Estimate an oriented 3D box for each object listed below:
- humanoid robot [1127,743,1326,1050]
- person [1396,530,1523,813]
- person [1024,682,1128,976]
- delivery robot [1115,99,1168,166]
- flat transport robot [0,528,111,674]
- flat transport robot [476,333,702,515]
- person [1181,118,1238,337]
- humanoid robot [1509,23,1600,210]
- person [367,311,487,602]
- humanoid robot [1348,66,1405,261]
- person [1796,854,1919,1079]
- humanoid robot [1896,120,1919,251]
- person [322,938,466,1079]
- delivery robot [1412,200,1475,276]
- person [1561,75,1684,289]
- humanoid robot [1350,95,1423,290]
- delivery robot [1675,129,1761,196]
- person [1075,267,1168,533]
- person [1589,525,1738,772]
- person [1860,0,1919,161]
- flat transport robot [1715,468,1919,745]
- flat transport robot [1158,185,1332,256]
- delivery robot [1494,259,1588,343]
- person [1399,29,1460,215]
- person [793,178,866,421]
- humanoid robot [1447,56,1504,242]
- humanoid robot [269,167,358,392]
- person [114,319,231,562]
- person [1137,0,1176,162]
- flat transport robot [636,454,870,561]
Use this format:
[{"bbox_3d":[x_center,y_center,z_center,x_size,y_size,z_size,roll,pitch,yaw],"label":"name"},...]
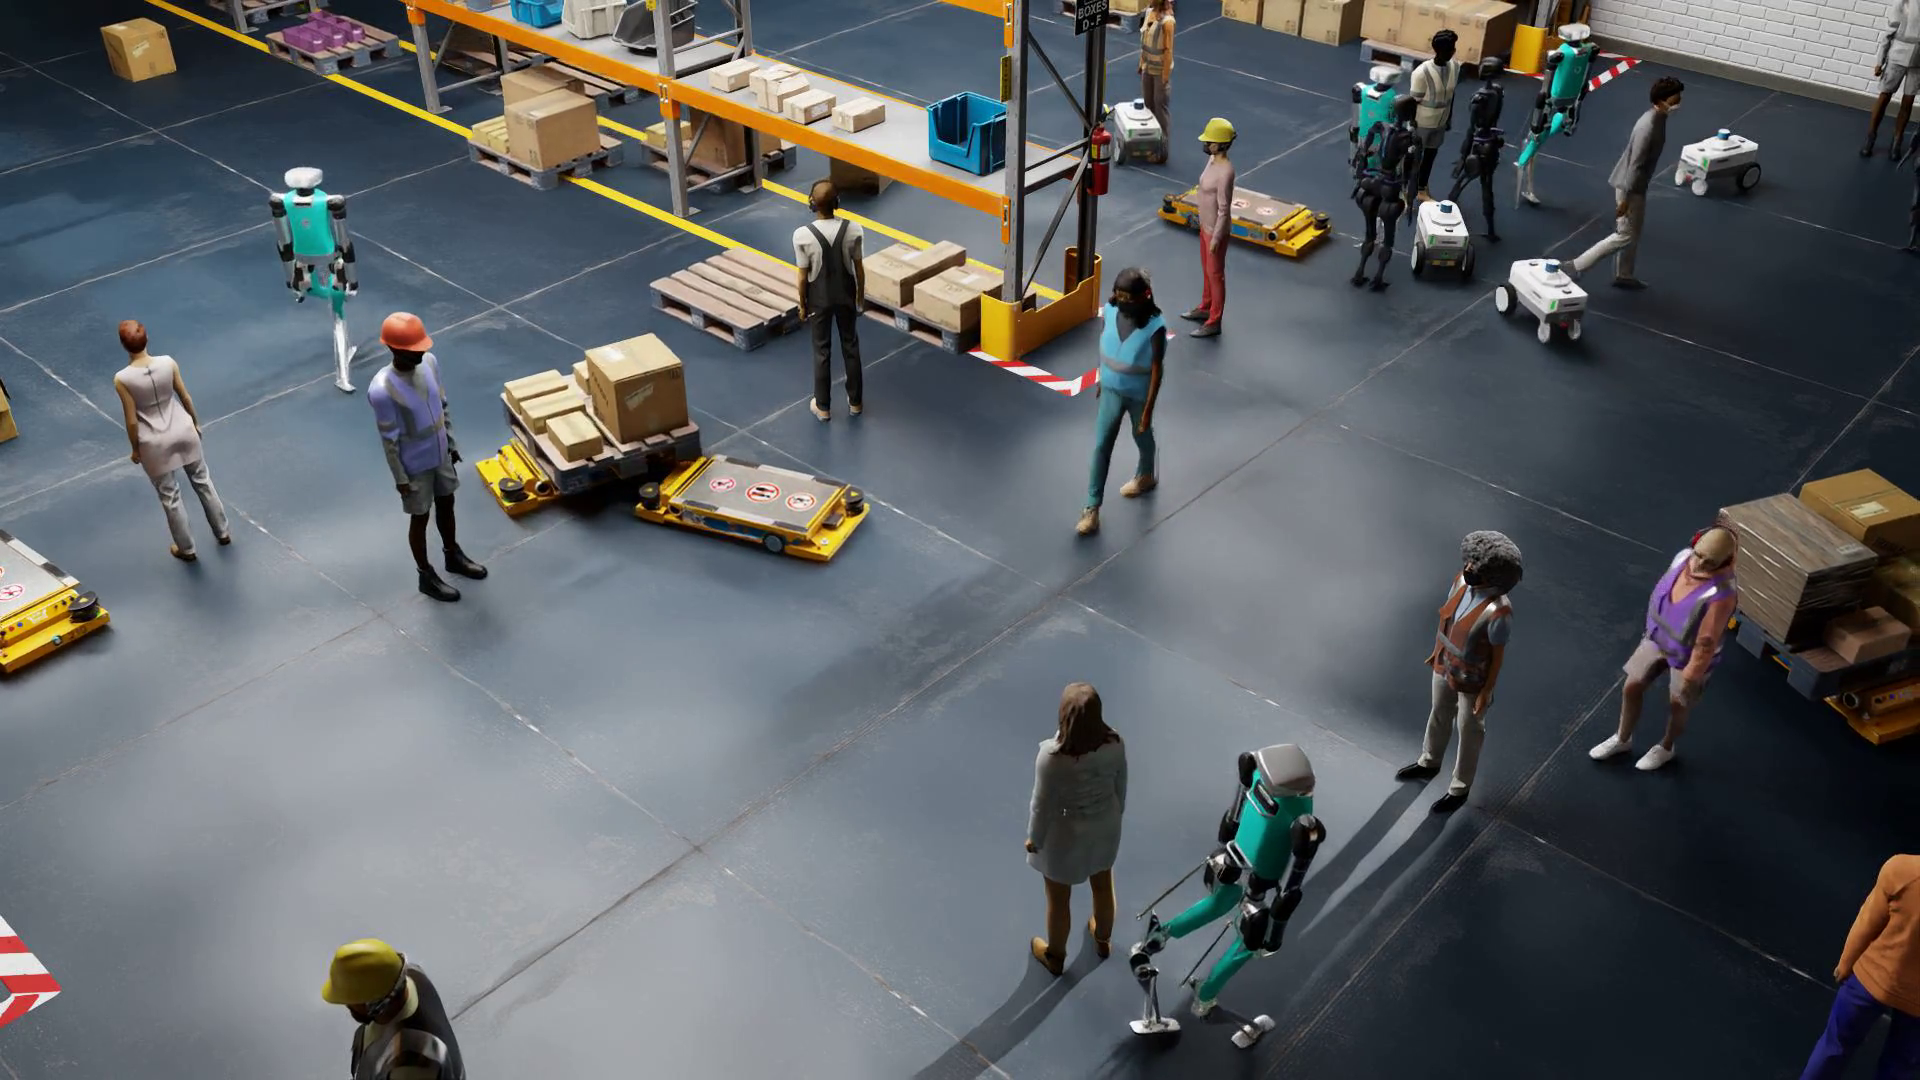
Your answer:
[{"bbox_3d":[1.059,1.642,7.165,0.877,1.783,0.581,-13,37,-18],"label":"humanoid robot"},{"bbox_3d":[2.599,0.675,8.577,0.311,1.690,0.445,-13,37,-18],"label":"person"},{"bbox_3d":[0.531,1.324,7.661,0.486,1.655,0.343,-12,36,-17],"label":"person"},{"bbox_3d":[1.756,-4.028,16.409,0.499,0.612,0.801,-4,35,-5],"label":"delivery robot"},{"bbox_3d":[-5.980,0.335,10.324,1.431,0.231,0.659,24,41,30],"label":"flat transport robot"},{"bbox_3d":[-2.602,-0.598,11.677,1.431,0.231,0.659,-19,39,-26],"label":"flat transport robot"},{"bbox_3d":[1.969,-2.448,13.040,0.311,1.768,0.526,-3,35,-4],"label":"person"},{"bbox_3d":[5.270,-3.813,15.122,0.541,1.878,0.737,-14,37,-19],"label":"humanoid robot"},{"bbox_3d":[-3.238,-0.514,10.100,0.376,1.930,0.544,14,37,19],"label":"person"},{"bbox_3d":[3.640,-3.179,14.199,0.781,1.866,0.544,-28,43,-34],"label":"humanoid robot"},{"bbox_3d":[3.839,1.784,6.734,0.515,1.973,0.401,19,39,25],"label":"person"},{"bbox_3d":[8.547,-3.346,14.475,0.616,1.643,0.794,7,35,11],"label":"humanoid robot"},{"bbox_3d":[-2.058,2.169,6.308,0.403,1.817,0.598,-13,37,-18],"label":"person"},{"bbox_3d":[4.164,-2.642,14.374,0.499,0.581,0.774,3,35,4],"label":"delivery robot"},{"bbox_3d":[5.460,-2.889,13.593,0.668,1.881,0.561,12,36,16],"label":"person"},{"bbox_3d":[3.505,-2.880,13.749,0.609,1.650,0.363,29,44,35],"label":"humanoid robot"},{"bbox_3d":[7.193,-3.597,15.777,0.775,0.603,0.514,-16,38,-21],"label":"delivery robot"},{"bbox_3d":[1.078,-0.948,10.831,0.506,1.823,0.919,18,38,24],"label":"person"},{"bbox_3d":[3.748,0.596,8.716,0.551,1.662,0.509,-13,37,-18],"label":"person"},{"bbox_3d":[9.159,-4.633,16.071,0.547,1.924,0.387,12,36,17],"label":"person"},{"bbox_3d":[5.164,0.641,9.882,0.659,0.231,1.431,-12,36,-17],"label":"flat transport robot"},{"bbox_3d":[2.573,-2.930,15.055,1.431,0.231,0.659,24,41,30],"label":"flat transport robot"},{"bbox_3d":[4.719,-1.983,13.445,0.499,0.609,0.784,-8,35,-11],"label":"delivery robot"},{"bbox_3d":[4.244,-3.788,15.048,0.534,1.693,0.321,-18,39,-24],"label":"person"},{"bbox_3d":[-0.923,-1.711,11.902,0.505,1.846,0.346,-10,36,-14],"label":"person"},{"bbox_3d":[4.525,-3.381,14.481,0.597,1.641,0.590,25,42,31],"label":"humanoid robot"},{"bbox_3d":[-4.715,-2.045,12.493,0.577,1.763,0.852,-2,35,-3],"label":"humanoid robot"},{"bbox_3d":[-5.007,-0.629,10.494,0.270,1.659,0.460,27,43,33],"label":"person"},{"bbox_3d":[1.876,-4.556,16.092,0.341,1.770,0.463,-15,37,-20],"label":"person"},{"bbox_3d":[-1.391,-0.240,11.158,1.431,0.231,0.659,13,37,18],"label":"flat transport robot"}]
